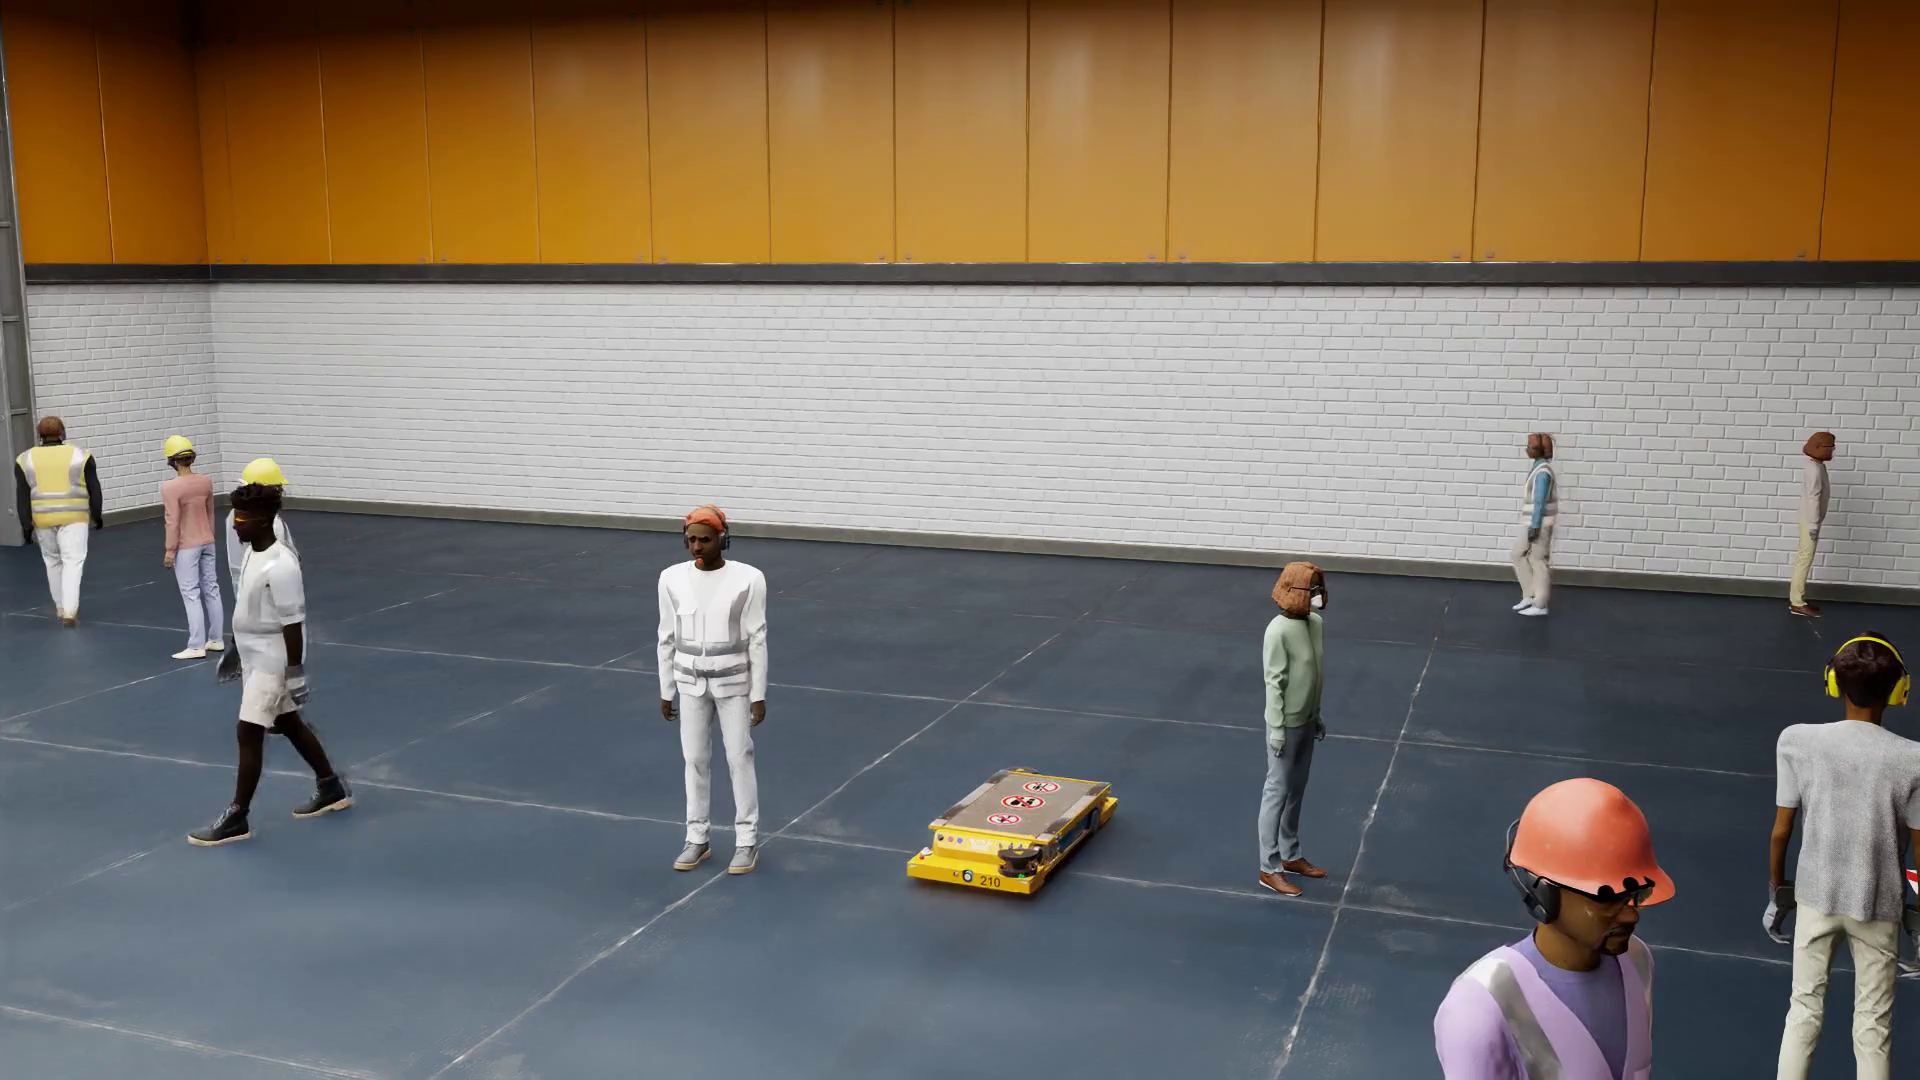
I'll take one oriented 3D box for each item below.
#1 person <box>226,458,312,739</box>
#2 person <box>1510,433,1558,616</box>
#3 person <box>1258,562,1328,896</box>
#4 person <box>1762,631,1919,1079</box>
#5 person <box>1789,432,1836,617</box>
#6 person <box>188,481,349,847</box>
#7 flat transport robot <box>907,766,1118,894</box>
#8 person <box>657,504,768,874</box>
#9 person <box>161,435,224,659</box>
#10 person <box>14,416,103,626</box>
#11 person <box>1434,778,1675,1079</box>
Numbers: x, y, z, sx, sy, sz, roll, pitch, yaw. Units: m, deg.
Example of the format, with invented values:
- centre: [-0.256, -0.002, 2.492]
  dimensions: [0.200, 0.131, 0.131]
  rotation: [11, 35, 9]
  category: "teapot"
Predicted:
- centre: [-4.525, 0.377, 10.873]
  dimensions: [0.597, 1.831, 0.403]
  rotation: [8, 12, 40]
  category: "person"
- centre: [5.034, -0.133, 14.651]
  dimensions: [0.433, 1.623, 0.538]
  rotation: [2, 9, 13]
  category: "person"
- centre: [1.653, 0.909, 8.189]
  dimensions: [0.279, 1.633, 0.501]
  rotation: [7, 11, 36]
  category: "person"
- centre: [2.941, 1.222, 5.505]
  dimensions: [0.514, 1.876, 0.328]
  rotation: [7, 11, 37]
  category: "person"
- centre: [7.567, -0.150, 14.755]
  dimensions: [0.271, 1.632, 0.503]
  rotation: [4, 10, 26]
  category: "person"
- centre: [-3.760, 0.634, 8.998]
  dimensions: [0.869, 1.930, 0.608]
  rotation: [-6, 11, -32]
  category: "person"
- centre: [0.312, 1.496, 8.763]
  dimensions: [0.652, 0.197, 1.431]
  rotation: [4, 10, 22]
  category: "flat transport robot"
- centre: [-1.247, 0.753, 8.411]
  dimensions: [0.576, 1.880, 0.338]
  rotation: [1, 9, 8]
  category: "person"
- centre: [-6.058, 0.058, 13.065]
  dimensions: [0.329, 1.765, 0.526]
  rotation: [2, 9, 15]
  category: "person"
- centre: [-7.777, -0.169, 14.379]
  dimensions: [0.622, 1.807, 0.926]
  rotation: [-3, 10, -17]
  category: "person"
- centre: [1.228, 1.475, 3.411]
  dimensions: [0.615, 2.042, 0.372]
  rotation: [-7, 11, -37]
  category: "person"
